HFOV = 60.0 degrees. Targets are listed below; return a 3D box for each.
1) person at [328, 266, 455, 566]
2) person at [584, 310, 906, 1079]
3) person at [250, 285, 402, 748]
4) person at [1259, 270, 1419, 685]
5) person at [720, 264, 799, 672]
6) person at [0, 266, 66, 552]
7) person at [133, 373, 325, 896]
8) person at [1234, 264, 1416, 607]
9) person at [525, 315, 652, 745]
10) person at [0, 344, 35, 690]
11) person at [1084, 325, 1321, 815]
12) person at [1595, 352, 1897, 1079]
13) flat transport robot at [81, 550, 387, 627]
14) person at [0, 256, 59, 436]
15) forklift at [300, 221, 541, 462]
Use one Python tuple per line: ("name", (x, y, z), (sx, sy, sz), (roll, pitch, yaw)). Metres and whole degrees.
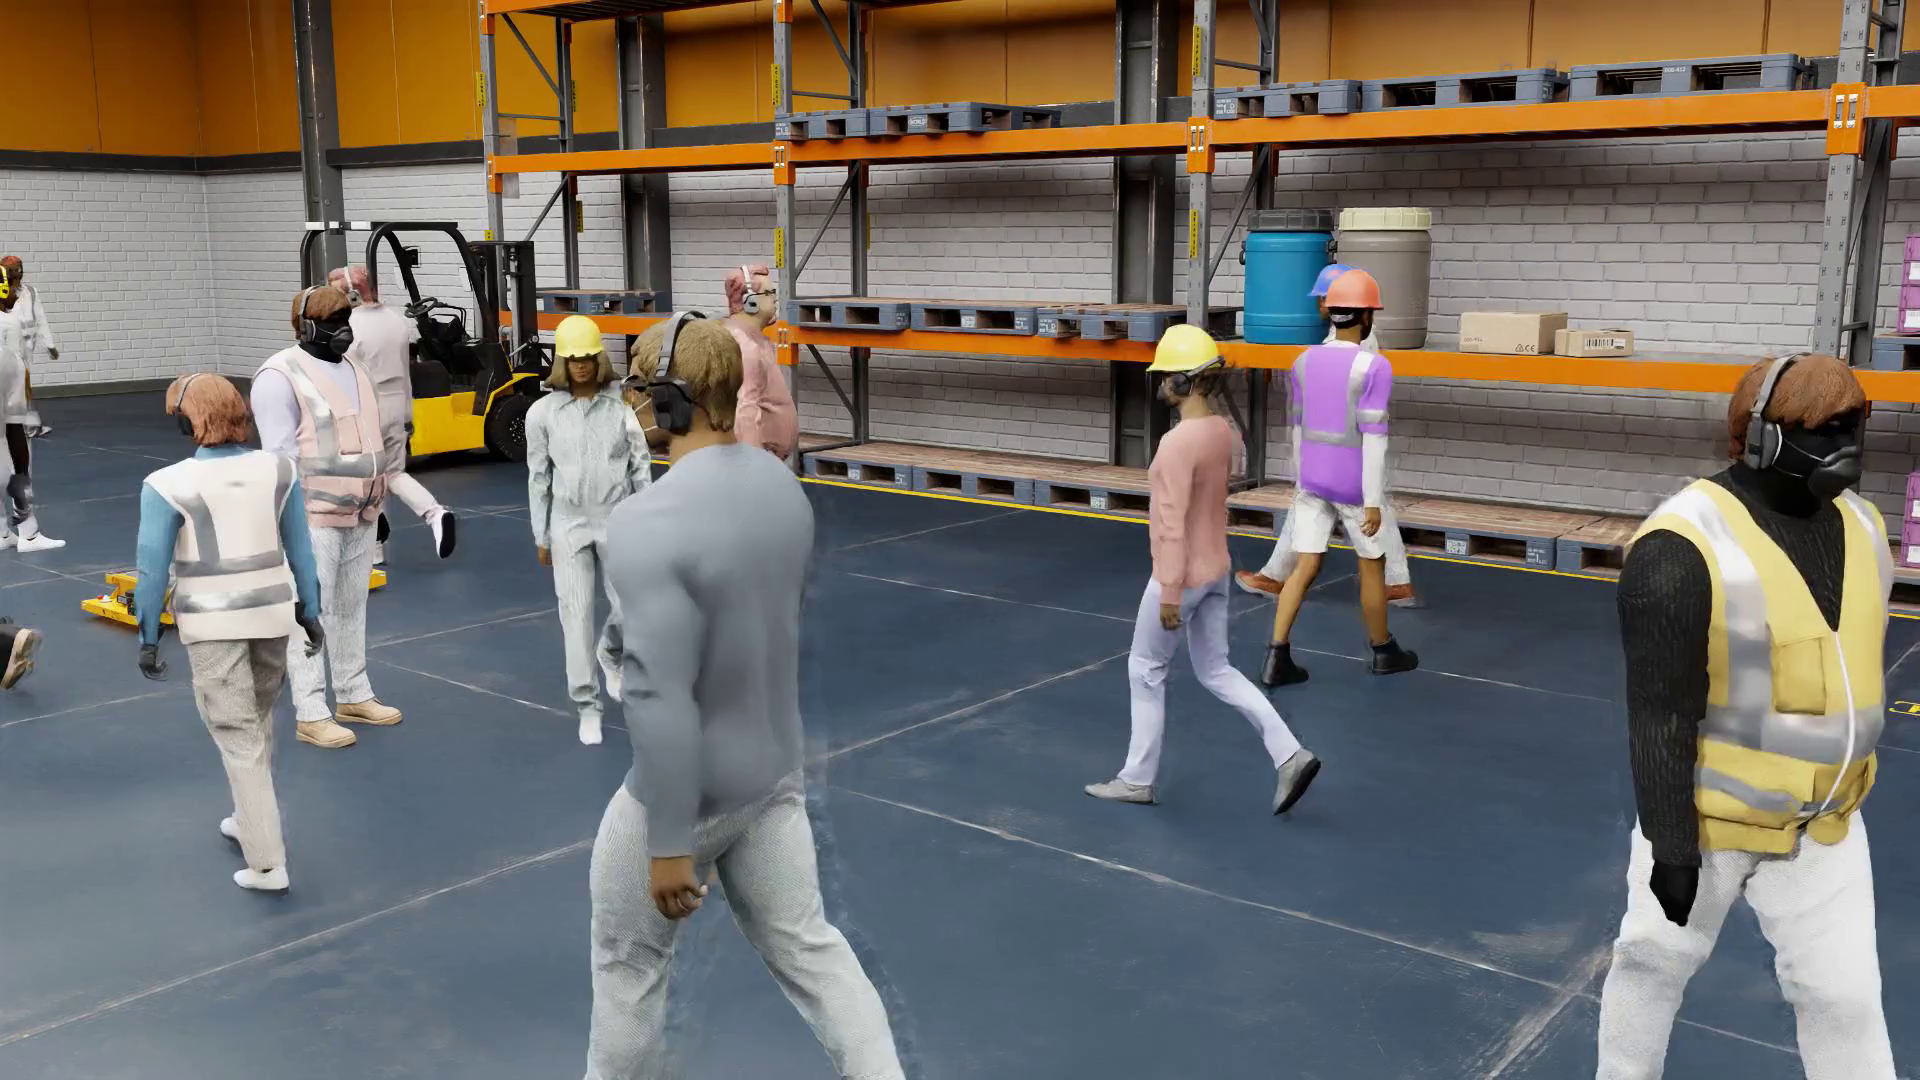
("person", (-3.532, -0.736, 10.178), (0.747, 1.870, 0.674), (4, 11, 20))
("person", (-0.468, 0.483, 3.384), (1.003, 1.896, 0.646), (5, 11, 25))
("person", (-2.542, -0.103, 6.755), (0.430, 1.845, 0.619), (3, 11, 17))
("person", (1.743, -0.274, 7.577), (0.905, 1.897, 0.560), (-8, 13, -38))
("person", (-0.955, -0.323, 7.783), (0.407, 1.912, 0.645), (-2, 10, -9))
("person", (-6.195, -0.849, 10.830), (0.519, 1.865, 0.327), (4, 11, 21))
("person", (-2.336, 0.283, 5.245), (0.735, 1.611, 0.551), (7, 13, 35))
("person", (2.091, -0.568, 9.211), (1.017, 1.896, 0.609), (7, 12, 35))
("person", (-1.504, -0.056, 6.797), (0.506, 1.727, 0.476), (-3, 11, -19))
("person", (-4.478, -0.271, 7.493), (0.849, 1.922, 0.674), (7, 12, 35))
("person", (0.855, 0.119, 5.807), (0.790, 1.737, 0.534), (6, 12, 31))
("person", (1.614, 0.552, 3.217), (0.657, 1.801, 0.933), (-4, 11, -20))
("flat transport robot", (-4.015, 0.231, 9.258), (0.652, 0.197, 1.431), (8, 13, 38))
("person", (-9.624, -1.990, 17.167), (0.872, 1.849, 0.597), (4, 11, 20))
("forklift", (-4.922, -1.741, 14.854), (1.214, 2.155, 2.313), (8, 13, 38))
